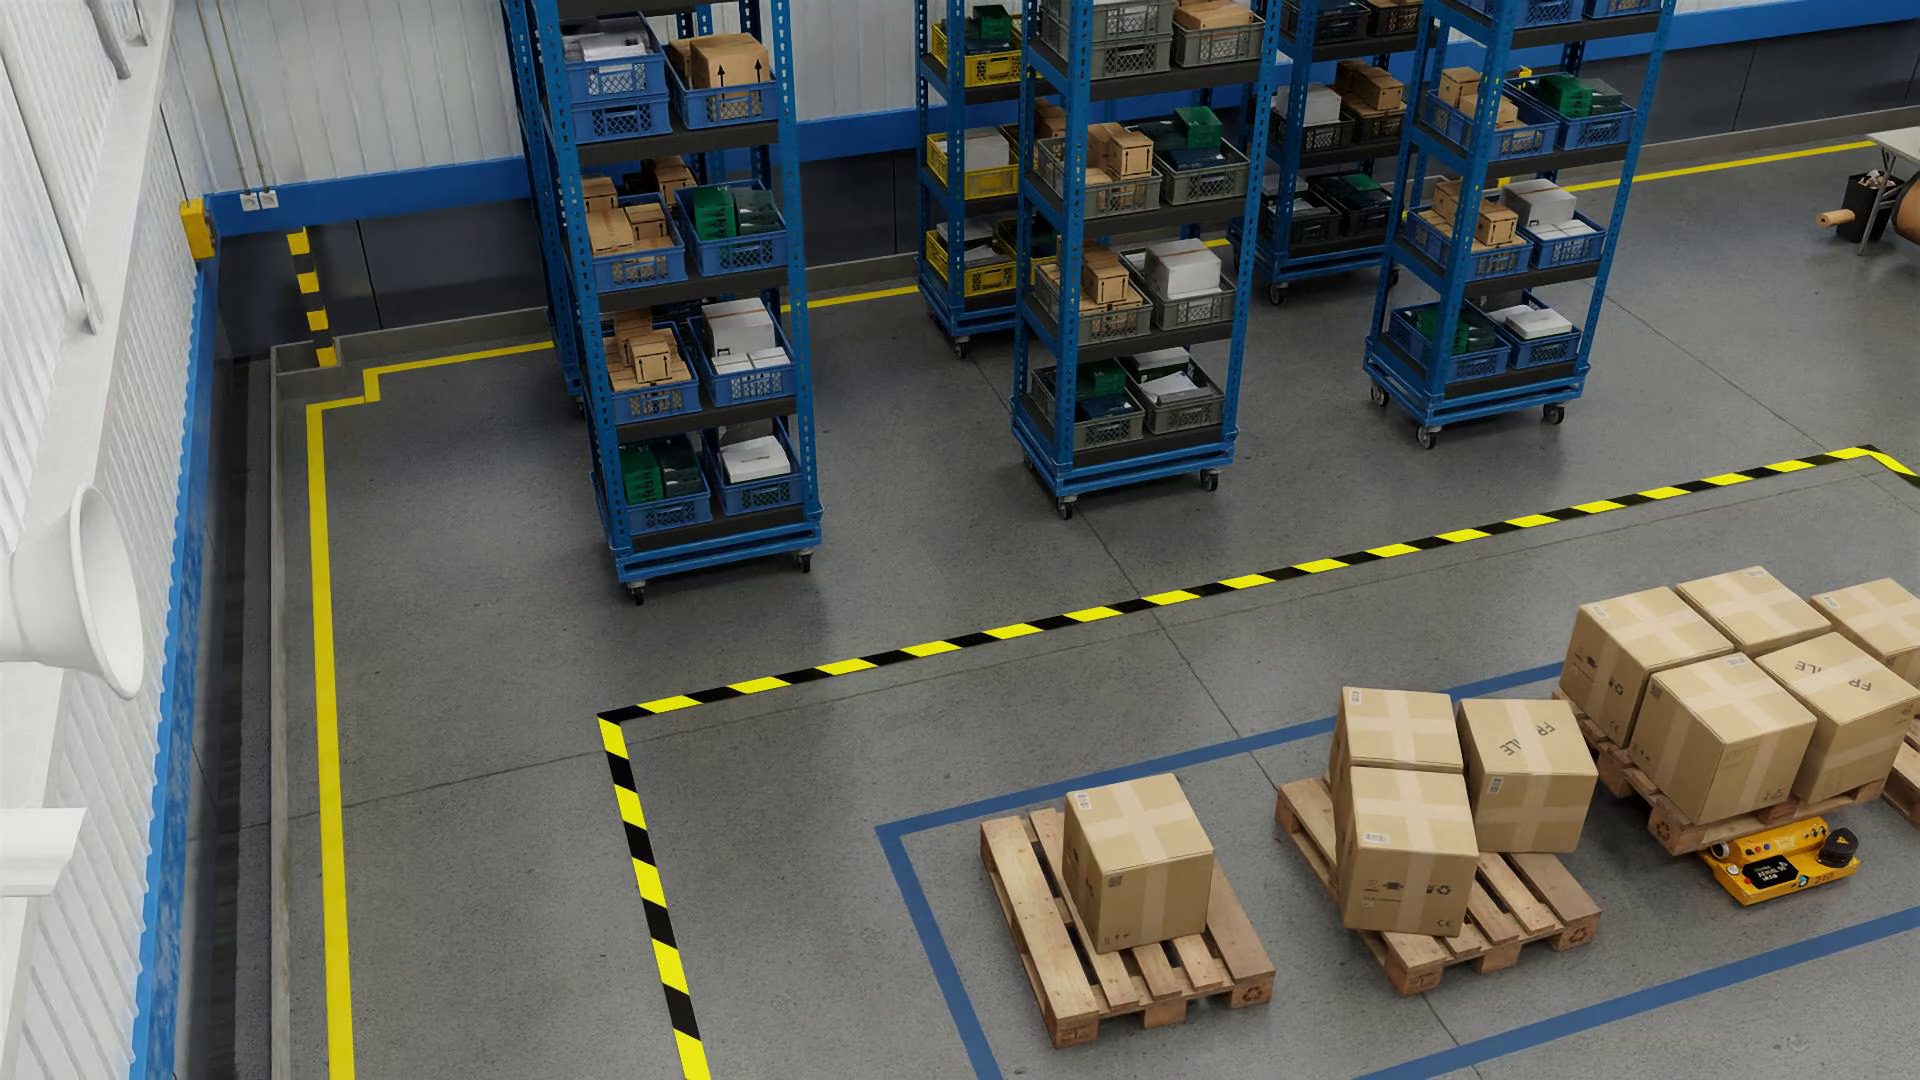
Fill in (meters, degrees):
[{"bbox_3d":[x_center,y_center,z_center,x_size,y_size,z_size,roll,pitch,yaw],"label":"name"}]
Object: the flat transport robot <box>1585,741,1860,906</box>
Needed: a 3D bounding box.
[{"bbox_3d":[3.738,1.188,8.347,0.652,0.197,1.431,-11,37,-15],"label":"flat transport robot"}]
